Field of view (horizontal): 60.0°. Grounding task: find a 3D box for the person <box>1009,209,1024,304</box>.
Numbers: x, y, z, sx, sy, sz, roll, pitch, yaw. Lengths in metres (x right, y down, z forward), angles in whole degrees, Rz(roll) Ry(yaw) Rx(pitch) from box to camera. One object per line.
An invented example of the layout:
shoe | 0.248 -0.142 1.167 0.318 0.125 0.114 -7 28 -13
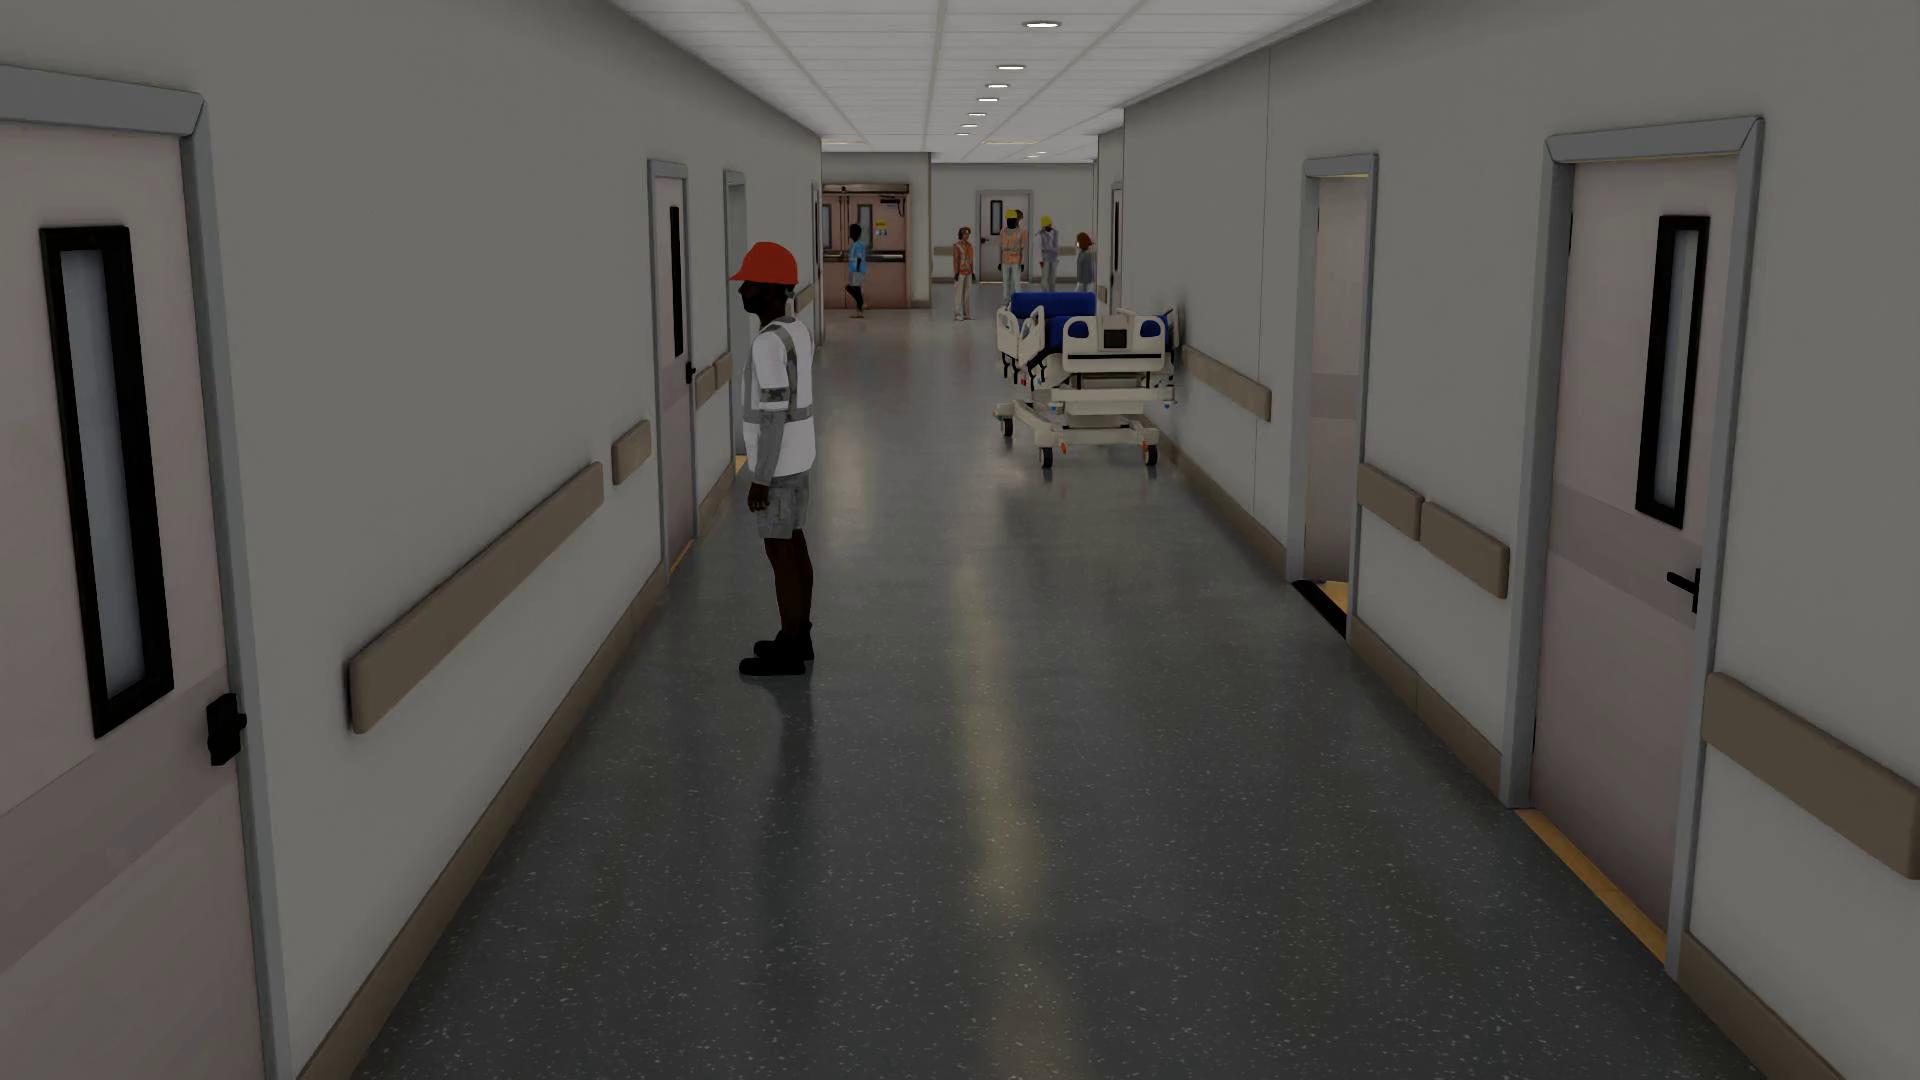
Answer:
person | 1.081 -5.514 32.656 0.388 1.927 0.640 3 12 13

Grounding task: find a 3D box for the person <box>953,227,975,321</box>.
person | 0.067 -4.698 29.371 0.305 1.639 0.522 10 15 40

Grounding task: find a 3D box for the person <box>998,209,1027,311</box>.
person | 0.980 -5.310 31.642 0.585 1.929 0.370 7 13 30

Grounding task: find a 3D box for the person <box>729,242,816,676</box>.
person | -0.834 -0.354 7.469 0.353 1.942 0.543 2 12 9

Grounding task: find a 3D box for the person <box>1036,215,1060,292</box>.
person | 1.932 -6.000 35.370 0.740 1.784 0.431 -10 15 -39

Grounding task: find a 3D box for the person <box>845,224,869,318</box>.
person | -1.869 -4.824 29.877 0.359 1.688 0.537 -4 12 -19
